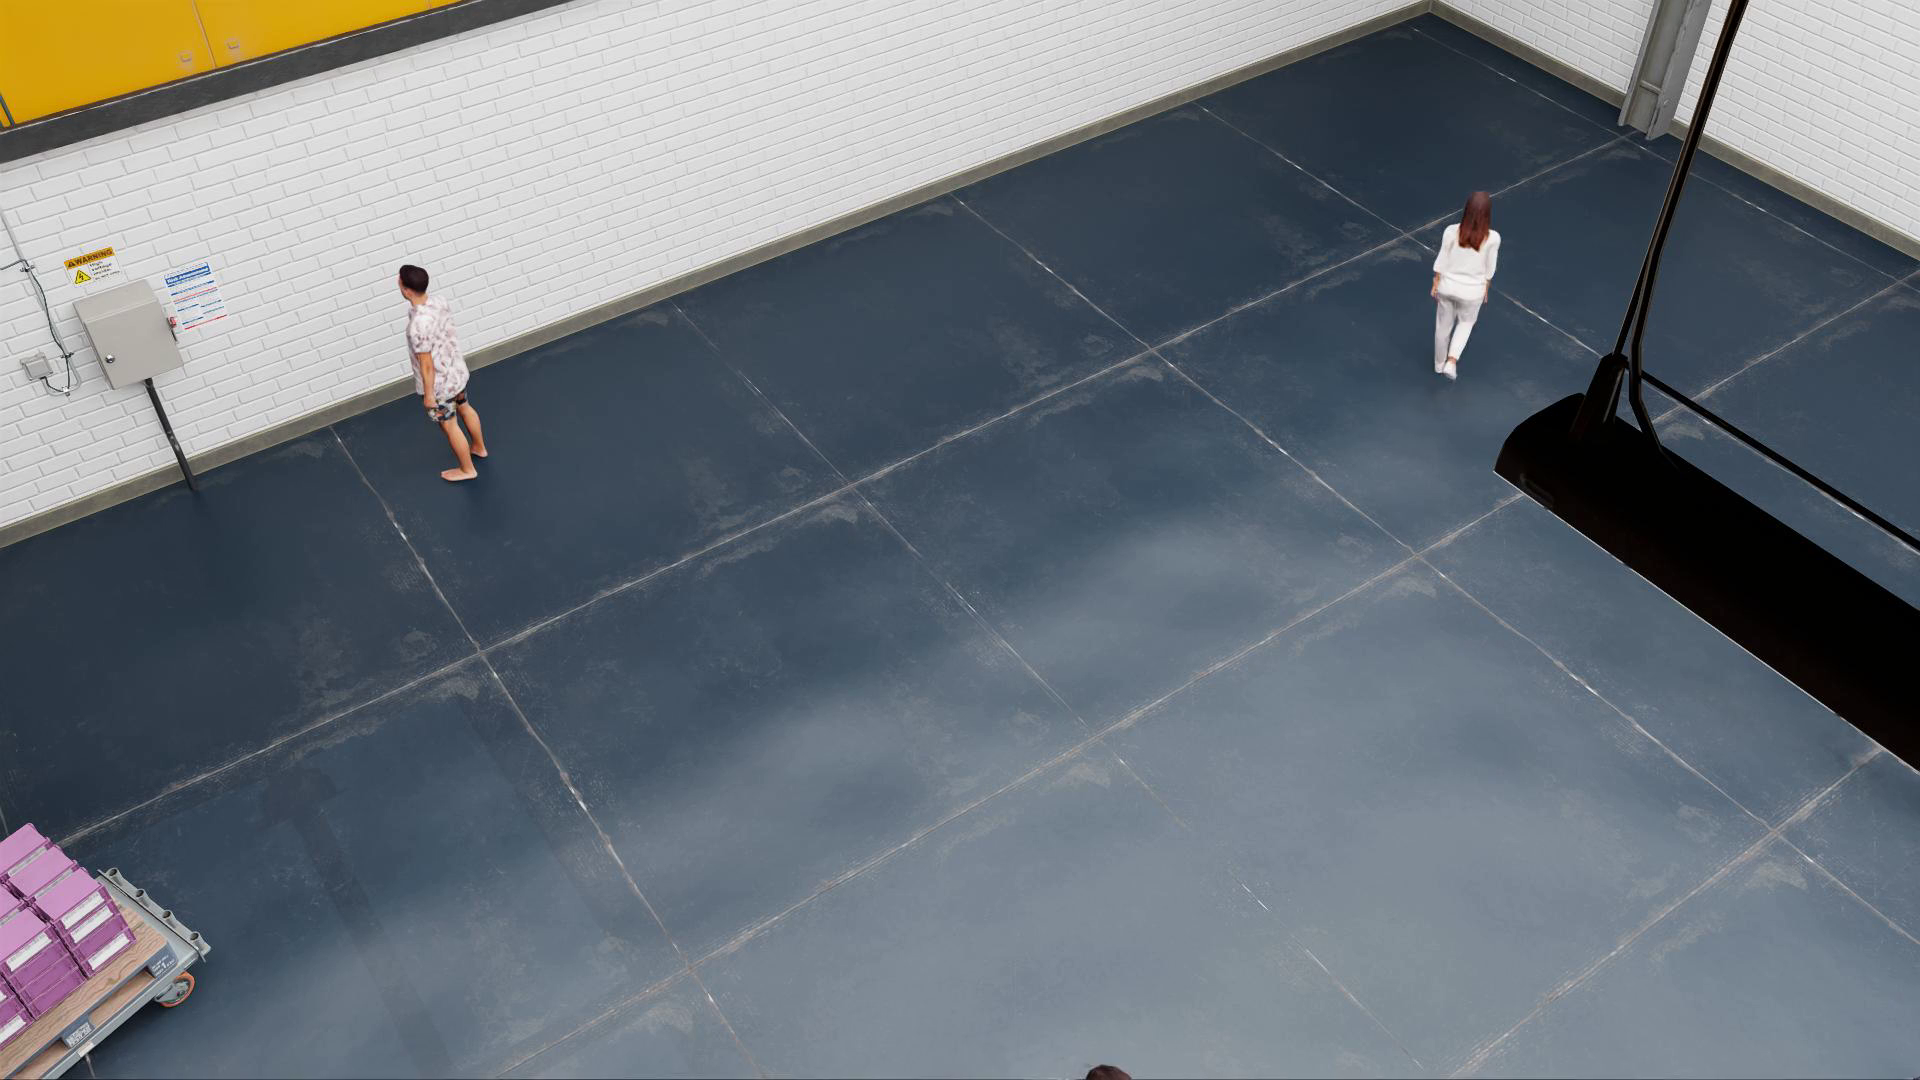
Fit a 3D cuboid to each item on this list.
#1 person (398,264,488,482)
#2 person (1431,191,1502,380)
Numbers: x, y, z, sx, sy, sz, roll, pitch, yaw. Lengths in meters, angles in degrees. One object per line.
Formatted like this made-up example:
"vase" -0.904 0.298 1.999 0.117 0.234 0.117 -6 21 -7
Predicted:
"person" -3.782 -1.221 12.145 0.797 1.814 0.737 7 44 7
"person" 3.917 -1.939 12.994 0.853 1.682 0.895 13 45 13
